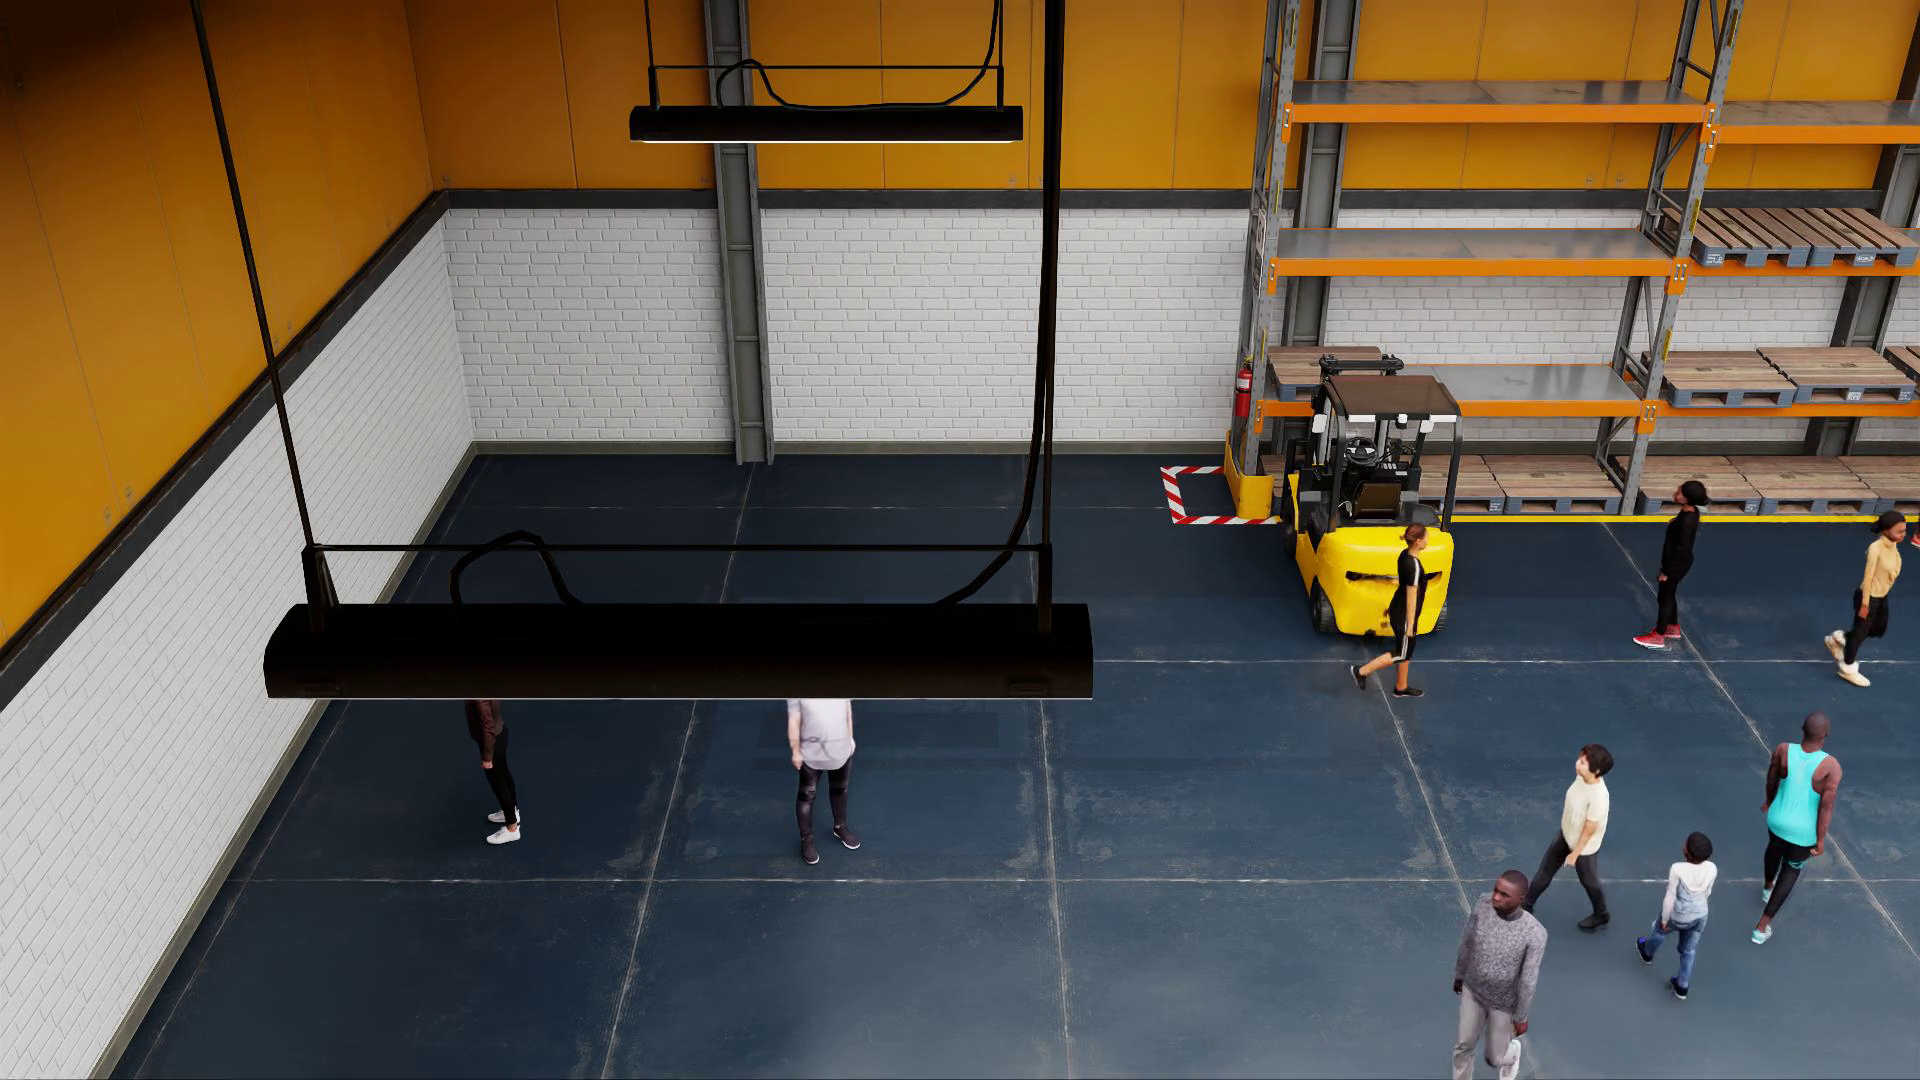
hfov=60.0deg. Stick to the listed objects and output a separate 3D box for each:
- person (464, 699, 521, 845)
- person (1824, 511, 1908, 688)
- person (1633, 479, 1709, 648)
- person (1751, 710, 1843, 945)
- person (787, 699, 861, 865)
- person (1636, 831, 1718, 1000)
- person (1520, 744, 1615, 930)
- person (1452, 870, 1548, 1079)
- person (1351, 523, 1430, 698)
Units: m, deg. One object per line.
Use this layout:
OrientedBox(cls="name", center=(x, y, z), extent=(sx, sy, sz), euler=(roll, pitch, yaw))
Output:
OrientedBox(cls="person", center=(-3.504, 1.505, 12.454), extent=(0.548, 1.704, 0.641), euler=(-5, 29, -9))
OrientedBox(cls="person", center=(7.822, 0.471, 14.406), extent=(0.811, 1.649, 0.850), euler=(-18, 33, -30))
OrientedBox(cls="person", center=(6.415, 0.211, 14.854), extent=(0.750, 1.676, 0.718), euler=(14, 32, 24))
OrientedBox(cls="person", center=(5.768, 1.970, 11.536), extent=(1.138, 1.766, 1.066), euler=(-24, 37, -37))
OrientedBox(cls="person", center=(-1.003, 1.523, 12.281), extent=(0.709, 1.837, 0.827), euler=(-16, 33, -27))
OrientedBox(cls="person", center=(4.862, 2.506, 11.104), extent=(0.728, 1.239, 0.571), euler=(1, 29, 3))
OrientedBox(cls="person", center=(4.359, 2.106, 11.517), extent=(0.967, 1.546, 0.604), euler=(1, 29, 2))
OrientedBox(cls="person", center=(3.285, 2.730, 10.084), extent=(1.066, 1.823, 0.992), euler=(-22, 35, -34))
OrientedBox(cls="person", center=(3.700, 0.625, 14.130), extent=(0.908, 1.643, 0.658), euler=(4, 29, 7))
